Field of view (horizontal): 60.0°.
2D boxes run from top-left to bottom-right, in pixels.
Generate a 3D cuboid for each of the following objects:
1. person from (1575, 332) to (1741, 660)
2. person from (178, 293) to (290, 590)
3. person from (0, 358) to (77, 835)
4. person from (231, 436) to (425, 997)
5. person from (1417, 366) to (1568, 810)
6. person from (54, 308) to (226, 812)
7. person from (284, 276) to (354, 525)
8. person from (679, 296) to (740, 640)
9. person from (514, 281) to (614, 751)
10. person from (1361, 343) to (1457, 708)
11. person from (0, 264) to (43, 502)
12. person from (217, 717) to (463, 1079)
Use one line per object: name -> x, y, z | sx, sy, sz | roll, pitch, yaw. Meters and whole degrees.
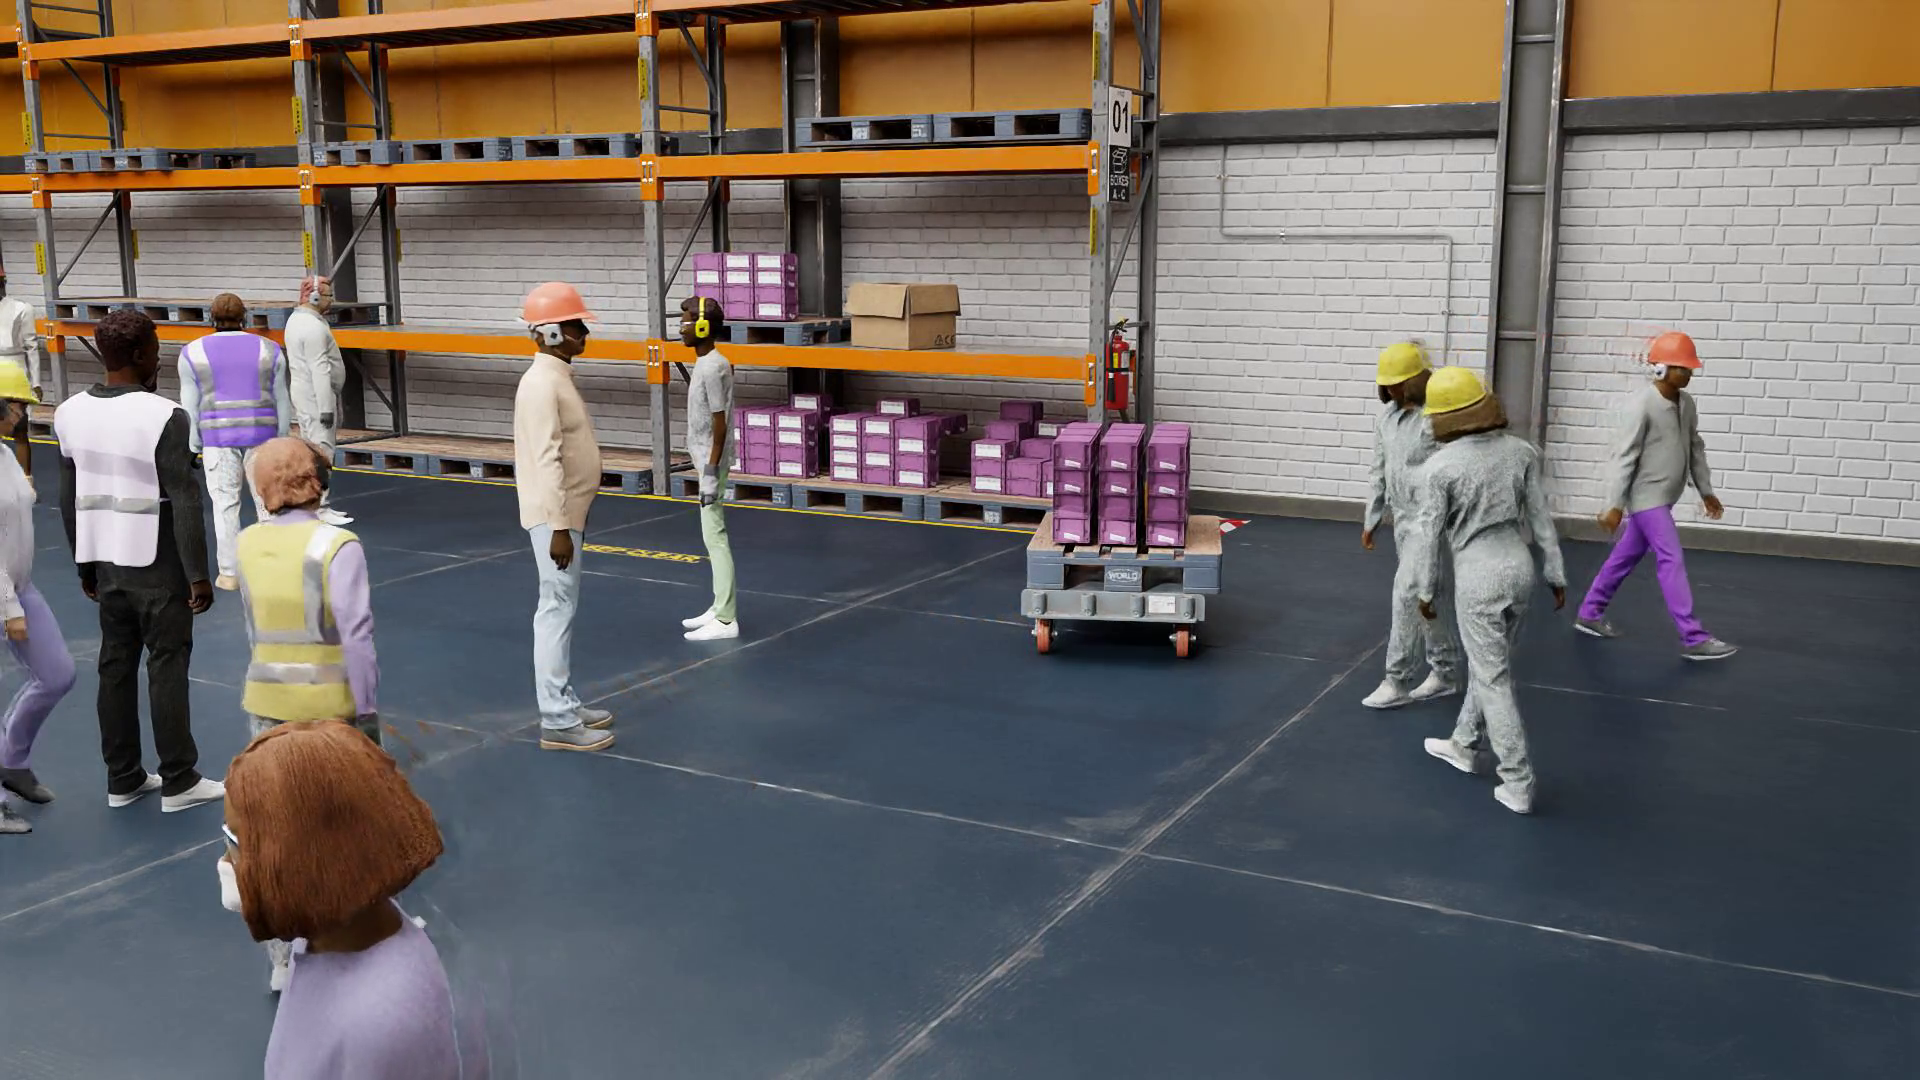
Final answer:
person -> 3.694, -0.247, 8.785 | 0.562, 1.697, 0.949 | -10, 14, -43
person -> -4.499, -0.610, 10.365 | 0.624, 1.845, 0.430 | -5, 12, -28
person -> -3.501, 0.212, 6.114 | 0.414, 1.748, 0.497 | 0, 10, 2
person -> -1.904, 0.498, 4.928 | 0.539, 1.602, 0.611 | 4, 11, 19
person -> 2.022, 0.165, 6.517 | 0.554, 1.682, 0.781 | -4, 11, -19
person -> -3.122, 0.087, 6.328 | 0.597, 1.917, 0.378 | 3, 11, 17
person -> -4.874, -1.054, 12.662 | 0.402, 1.896, 0.651 | -7, 12, -33
person -> -1.379, -0.385, 9.068 | 0.314, 1.864, 0.535 | -2, 10, -9
person -> -1.710, -0.102, 7.153 | 0.375, 1.997, 0.608 | -2, 11, -10
person -> 2.075, -0.066, 7.751 | 0.725, 1.690, 0.505 | -5, 11, -24
person -> -7.851, -1.299, 13.587 | 0.616, 2.041, 0.379 | -5, 12, -27
person -> -0.790, 1.012, 2.153 | 0.851, 1.585, 0.514 | -7, 12, -34
